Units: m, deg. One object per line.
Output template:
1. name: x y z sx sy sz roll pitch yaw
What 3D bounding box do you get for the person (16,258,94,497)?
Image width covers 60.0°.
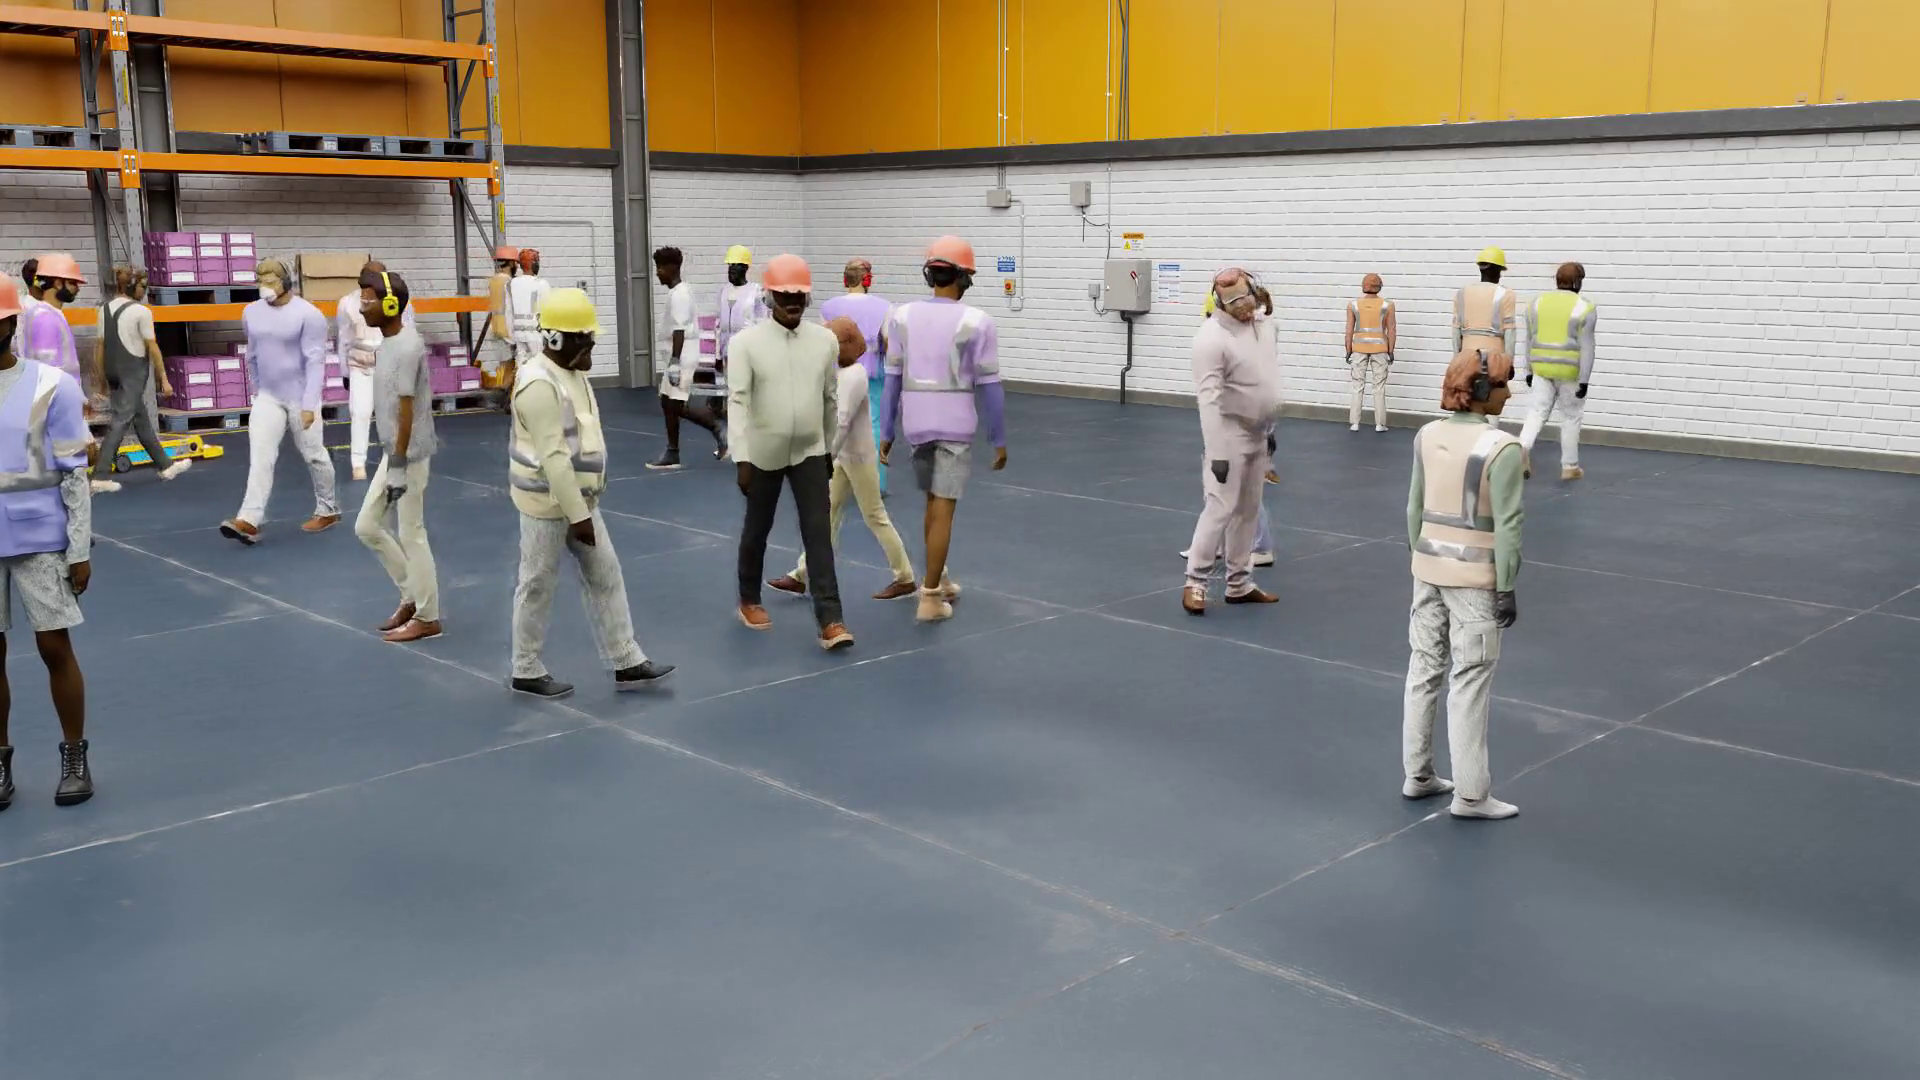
1. person: -6.990 -1.198 12.602 0.540 1.852 0.556 -6 12 -28

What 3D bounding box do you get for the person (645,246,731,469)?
1. person: -2.347 -1.560 14.330 0.693 1.940 0.608 -3 11 -14

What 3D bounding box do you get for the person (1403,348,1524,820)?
1. person: 1.752 0.153 5.816 0.315 1.636 0.514 -5 11 -24

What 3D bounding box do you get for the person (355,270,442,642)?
1. person: -2.788 -0.394 8.223 0.418 1.855 0.512 -7 13 -34

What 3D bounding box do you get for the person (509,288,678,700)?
1. person: -1.609 -0.173 7.140 0.815 1.793 0.610 1 10 7

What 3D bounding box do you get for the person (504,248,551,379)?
1. person: -4.473 -2.097 17.410 0.583 1.882 0.350 5 11 23

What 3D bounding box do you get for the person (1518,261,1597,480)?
1. person: 4.901 -1.377 13.674 0.796 1.817 0.632 -10 14 -44

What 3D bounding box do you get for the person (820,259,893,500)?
1. person: -0.781 -1.214 12.704 0.565 1.841 0.387 1 10 5

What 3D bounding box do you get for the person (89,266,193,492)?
1. person: -6.620 -1.290 13.306 0.534 1.778 1.024 4 11 23

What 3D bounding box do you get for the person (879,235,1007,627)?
1. person: -0.045 -0.586 8.796 0.654 2.010 0.825 5 12 26

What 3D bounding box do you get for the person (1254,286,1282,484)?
1. person: 2.407 -1.251 13.536 0.500 1.612 0.633 -3 11 -17

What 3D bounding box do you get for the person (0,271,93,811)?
1. person: -3.339 0.006 5.834 0.540 1.930 0.384 -3 11 -14

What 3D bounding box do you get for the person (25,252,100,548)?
1. person: -5.814 -0.895 10.770 0.456 1.913 0.559 -5 12 -26

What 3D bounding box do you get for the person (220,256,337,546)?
1. person: -4.471 -0.911 10.951 0.637 1.874 1.054 3 11 14

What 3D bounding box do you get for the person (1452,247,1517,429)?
1. person: 4.612 -1.603 14.623 0.584 1.917 0.381 10 14 43

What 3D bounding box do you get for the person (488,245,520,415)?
1. person: -5.084 -2.347 18.706 0.542 1.912 0.464 9 14 41

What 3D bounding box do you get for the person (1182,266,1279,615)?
1. person: 1.484 -0.533 8.955 0.432 1.865 0.729 8 13 35

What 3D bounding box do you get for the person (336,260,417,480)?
1. person: -4.869 -1.424 13.919 0.637 1.815 0.589 -3 11 -16

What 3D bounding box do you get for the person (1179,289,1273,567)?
1. person: 1.622 -0.673 10.045 0.651 1.720 0.552 1 10 4

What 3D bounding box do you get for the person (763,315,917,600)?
1. person: -0.623 -0.428 9.102 0.841 1.584 0.500 -3 11 -17

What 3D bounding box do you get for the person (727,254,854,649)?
1. person: -0.877 -0.443 8.269 0.653 1.935 1.038 -5 12 -25

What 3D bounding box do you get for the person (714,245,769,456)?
1. person: -2.004 -1.714 15.193 0.585 1.930 0.357 6 12 31

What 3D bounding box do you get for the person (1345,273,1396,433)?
1. person: 4.213 -1.917 17.096 0.513 1.640 0.309 4 11 19

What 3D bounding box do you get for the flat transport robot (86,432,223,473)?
1. flat transport robot: -7.295 -0.777 14.608 0.652 0.197 1.431 5 11 25
